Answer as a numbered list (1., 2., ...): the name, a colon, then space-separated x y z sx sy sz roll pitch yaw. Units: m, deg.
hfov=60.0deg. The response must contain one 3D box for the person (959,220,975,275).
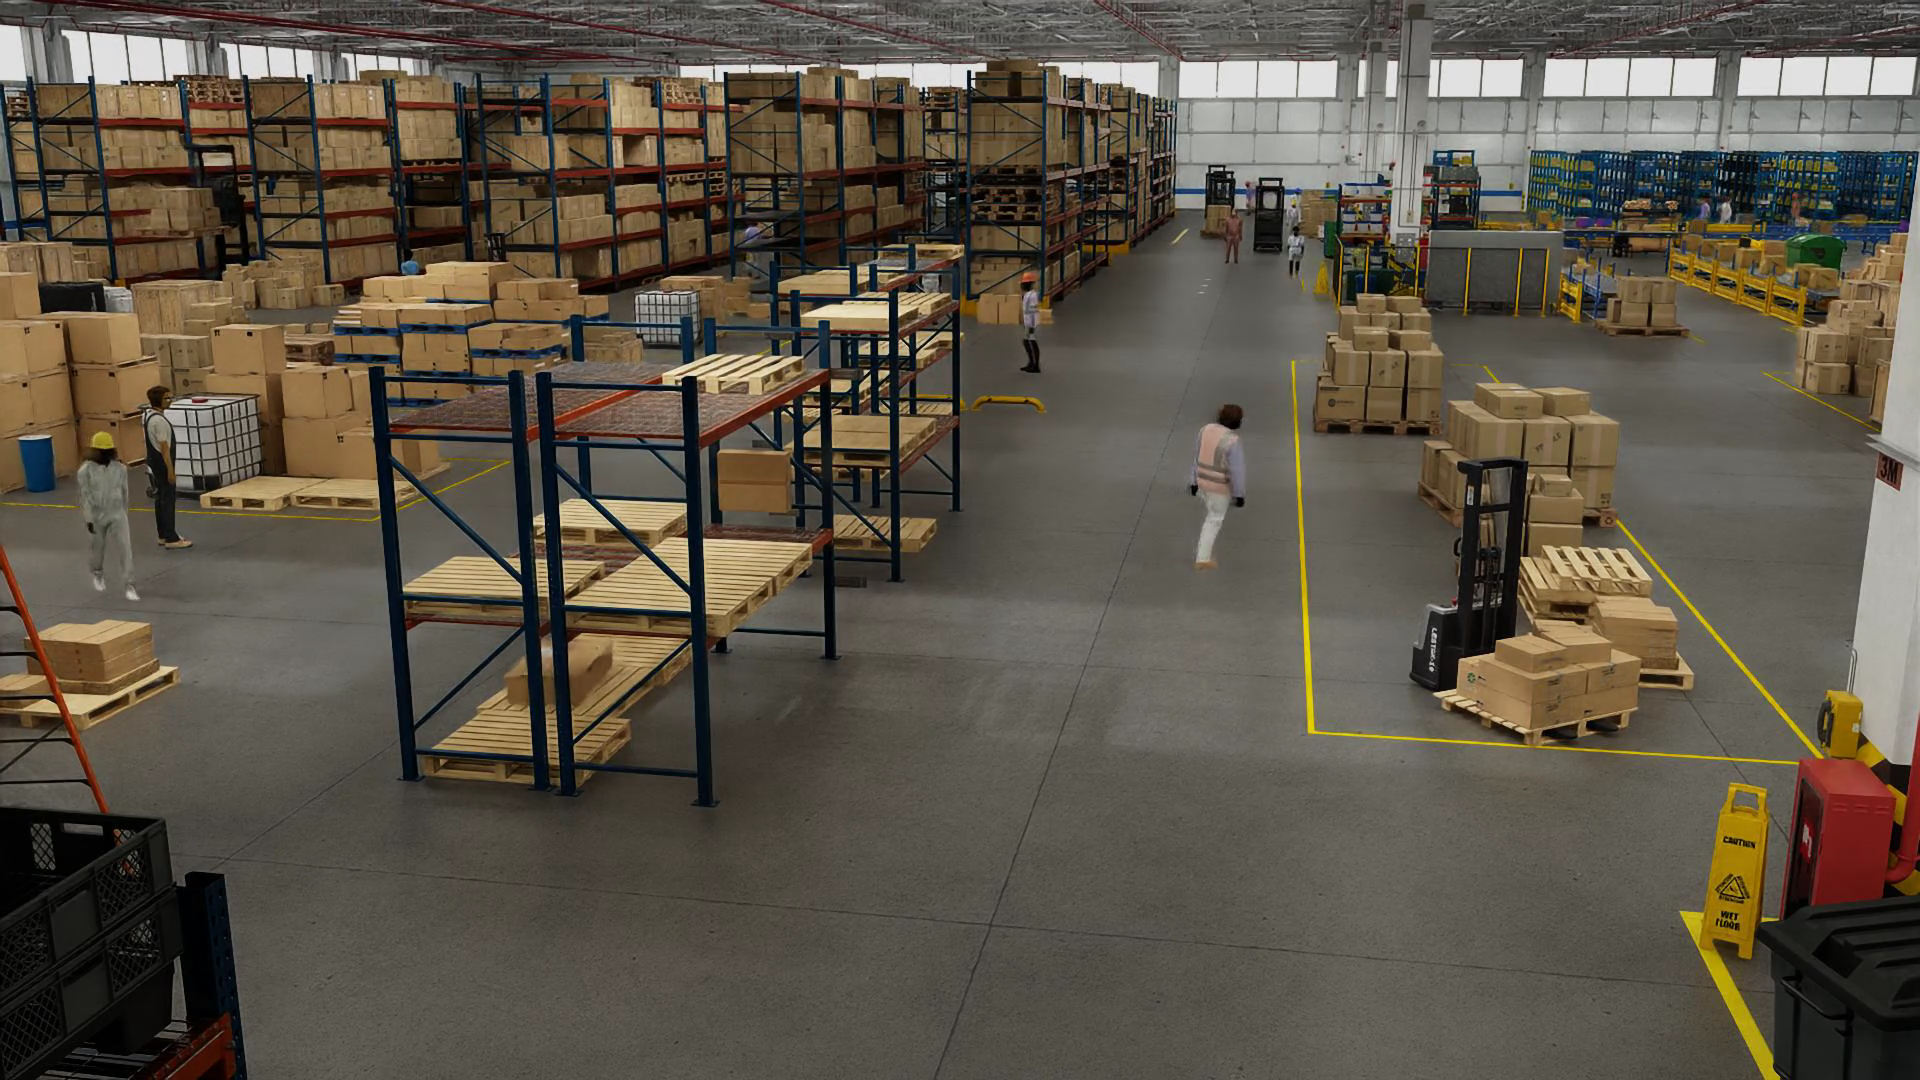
1. person: 0.316 -9.393 53.401 0.676 1.885 0.607 -2 14 -8

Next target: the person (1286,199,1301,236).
1. person: 13.914 -13.310 69.436 0.590 1.816 0.729 1 14 5

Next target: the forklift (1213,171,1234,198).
1. forklift: 11.914 -15.322 75.412 1.129 2.768 1.873 2 14 10

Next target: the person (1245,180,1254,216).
1. person: 15.929 -18.865 91.768 0.509 1.917 0.562 -1 14 -3

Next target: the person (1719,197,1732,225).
1. person: 32.643 -13.698 70.941 1.001 1.861 0.633 13 19 43

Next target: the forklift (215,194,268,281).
1. forklift: -20.893 -8.515 47.774 1.129 2.768 1.873 3 14 10

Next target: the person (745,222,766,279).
1. person: -6.440 -9.194 52.505 0.632 1.920 0.428 6 15 21

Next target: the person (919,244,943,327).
1. person: -0.704 -6.087 39.813 0.603 1.959 0.380 -5 15 -20

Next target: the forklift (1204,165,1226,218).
1. forklift: 13.668 -18.590 88.681 1.129 2.768 1.873 3 14 10

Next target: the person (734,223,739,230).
1. person: -9.742 -13.933 72.072 0.546 1.752 0.375 6 15 22

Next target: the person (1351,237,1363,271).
1. person: 11.280 -7.758 47.205 0.480 1.655 0.562 9 17 34

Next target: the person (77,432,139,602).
1. person: -8.584 -0.265 16.716 0.484 1.700 0.912 -12 18 -39

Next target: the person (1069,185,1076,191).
1. person: 5.788 -17.442 86.120 0.644 1.868 0.927 1 14 3

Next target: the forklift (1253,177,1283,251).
1. forklift: 12.083 -12.747 64.956 1.129 2.768 1.873 3 14 10

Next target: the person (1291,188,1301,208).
1. person: 16.056 -15.849 79.489 0.627 1.938 0.414 -9 17 -33

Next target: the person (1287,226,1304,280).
1. person: 10.595 -9.082 52.575 0.535 1.678 0.705 3 14 13

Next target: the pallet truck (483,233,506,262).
1. pallet truck: -11.832 -7.026 43.548 1.885 1.965 0.823 8 16 28

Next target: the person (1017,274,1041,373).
1. person: 1.329 -4.197 32.250 0.490 1.914 0.550 -2 14 -7

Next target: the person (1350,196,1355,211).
1. person: 20.673 -17.789 87.794 0.485 1.734 0.349 -9 17 -33

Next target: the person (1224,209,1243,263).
1. person: 9.687 -10.774 58.951 0.638 1.911 0.402 3 14 11

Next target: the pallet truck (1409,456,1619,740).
1. pallet truck: 4.504 0.400 13.395 0.823 1.965 1.885 -6 15 -23

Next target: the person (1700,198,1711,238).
1. person: 31.796 -13.696 71.003 0.767 1.824 0.575 -2 14 -7

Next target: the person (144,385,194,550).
1. person: -8.911 -0.815 18.643 0.330 1.844 0.520 -11 18 -37

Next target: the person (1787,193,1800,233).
1. person: 35.969 -14.024 72.003 0.775 1.967 0.654 7 15 25

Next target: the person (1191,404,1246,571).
1. person: 2.736 -0.551 17.670 0.508 1.802 0.638 -7 16 -27

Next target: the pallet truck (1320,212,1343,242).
1. pallet truck: 15.874 -13.227 70.310 0.680 1.201 1.601 10 17 35

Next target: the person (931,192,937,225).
1. person: -1.323 -16.507 82.366 0.404 1.836 0.600 2 14 7

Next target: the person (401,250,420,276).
1. person: -13.789 -6.432 41.751 0.320 1.697 0.532 9 16 32
